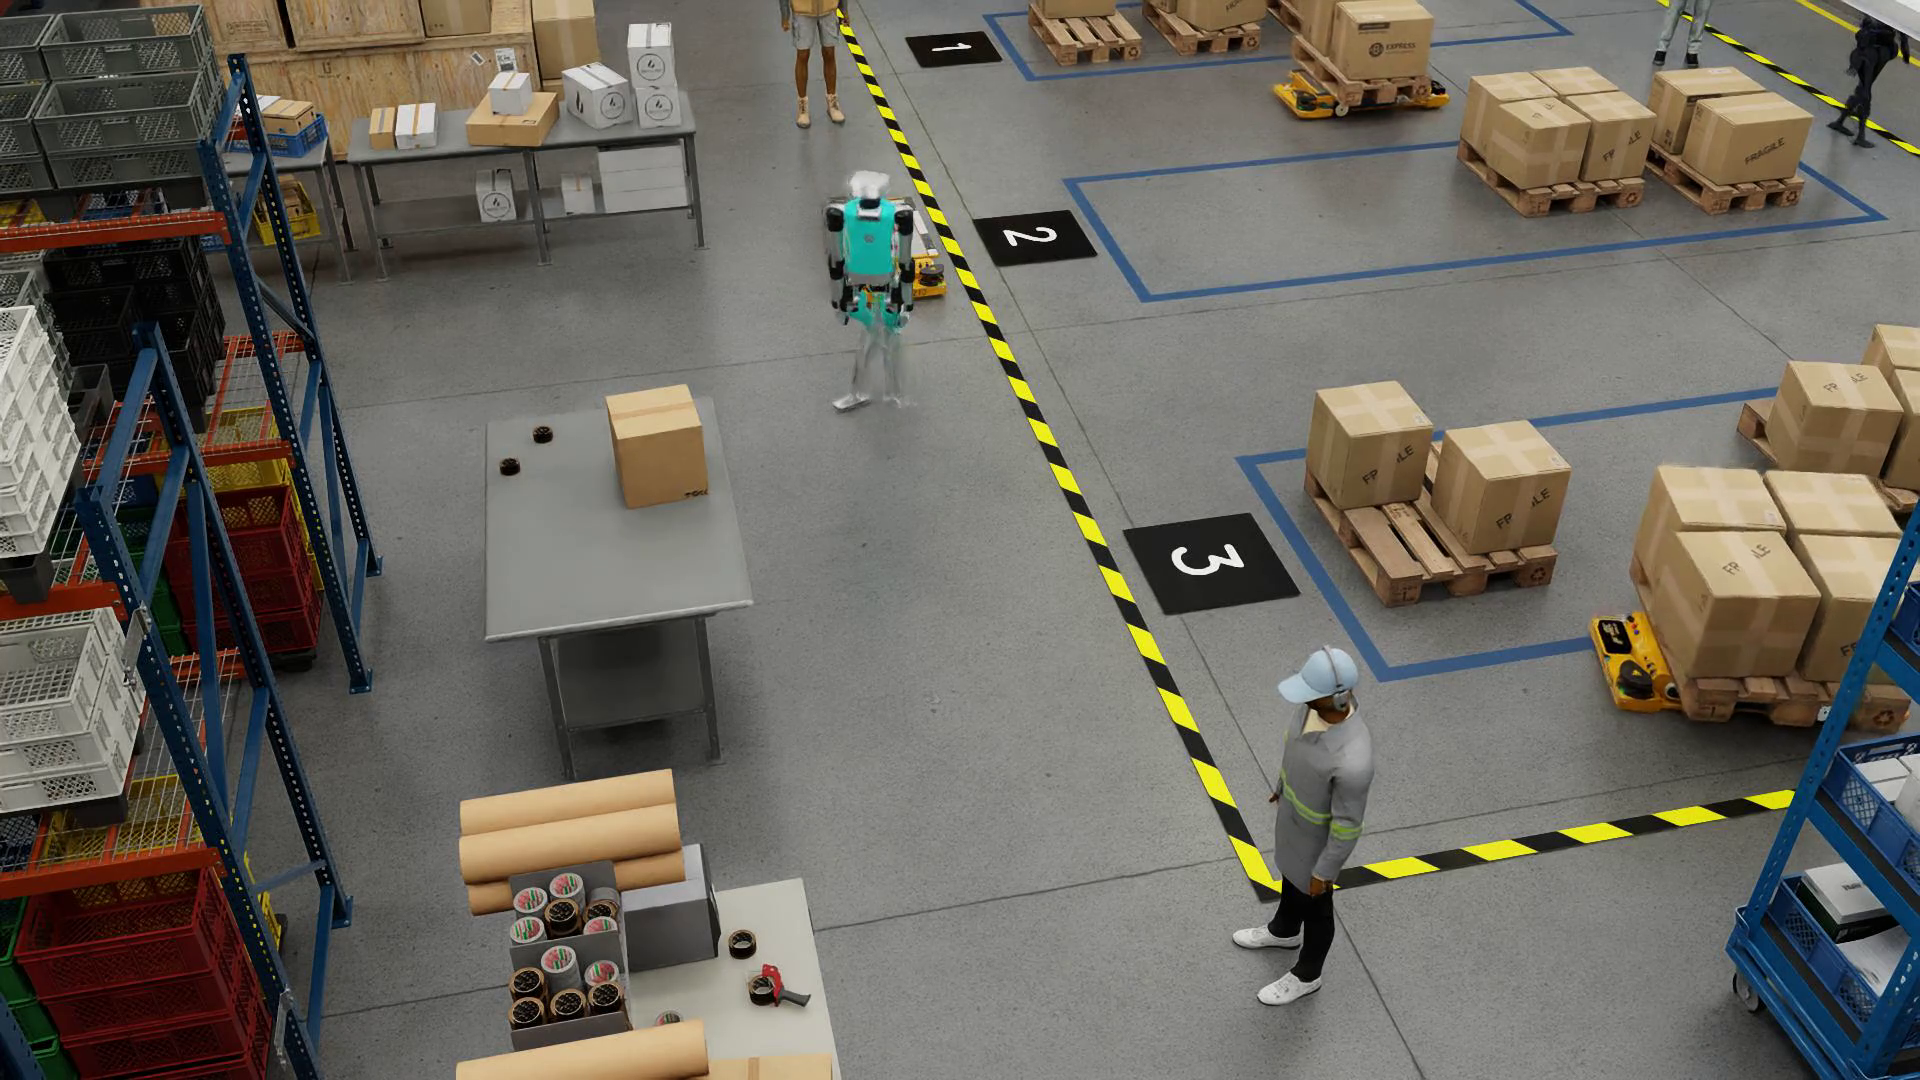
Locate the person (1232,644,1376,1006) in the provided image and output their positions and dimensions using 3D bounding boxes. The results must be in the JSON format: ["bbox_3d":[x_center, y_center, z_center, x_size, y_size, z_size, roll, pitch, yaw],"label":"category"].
[{"bbox_3d":[1.386,1.142,6.696,0.389,1.849,0.587,-6,37,-8],"label":"person"}]

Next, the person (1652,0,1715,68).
[{"bbox_3d":[6.850,-5.283,15.344,0.596,1.830,0.403,8,37,11],"label":"person"}]

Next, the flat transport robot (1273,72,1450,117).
[{"bbox_3d":[3.627,-4.081,15.015,1.431,0.197,0.652,-8,37,-10],"label":"flat transport robot"}]

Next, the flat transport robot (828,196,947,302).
[{"bbox_3d":[-0.570,-2.220,12.538,0.659,0.231,1.431,-8,37,-10],"label":"flat transport robot"}]

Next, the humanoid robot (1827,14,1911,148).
[{"bbox_3d":[7.756,-4.122,13.925,0.585,1.641,0.636,-15,39,-19],"label":"humanoid robot"}]

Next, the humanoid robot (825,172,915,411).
[{"bbox_3d":[-0.537,-1.573,10.428,0.551,1.751,0.773,1,37,2],"label":"humanoid robot"}]

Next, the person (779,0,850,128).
[{"bbox_3d":[-1.234,-4.533,14.162,0.613,2.042,0.372,-9,38,-12],"label":"person"}]

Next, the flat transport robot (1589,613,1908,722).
[{"bbox_3d":[4.102,0.633,8.679,1.431,0.197,0.652,3,37,3],"label":"flat transport robot"}]
